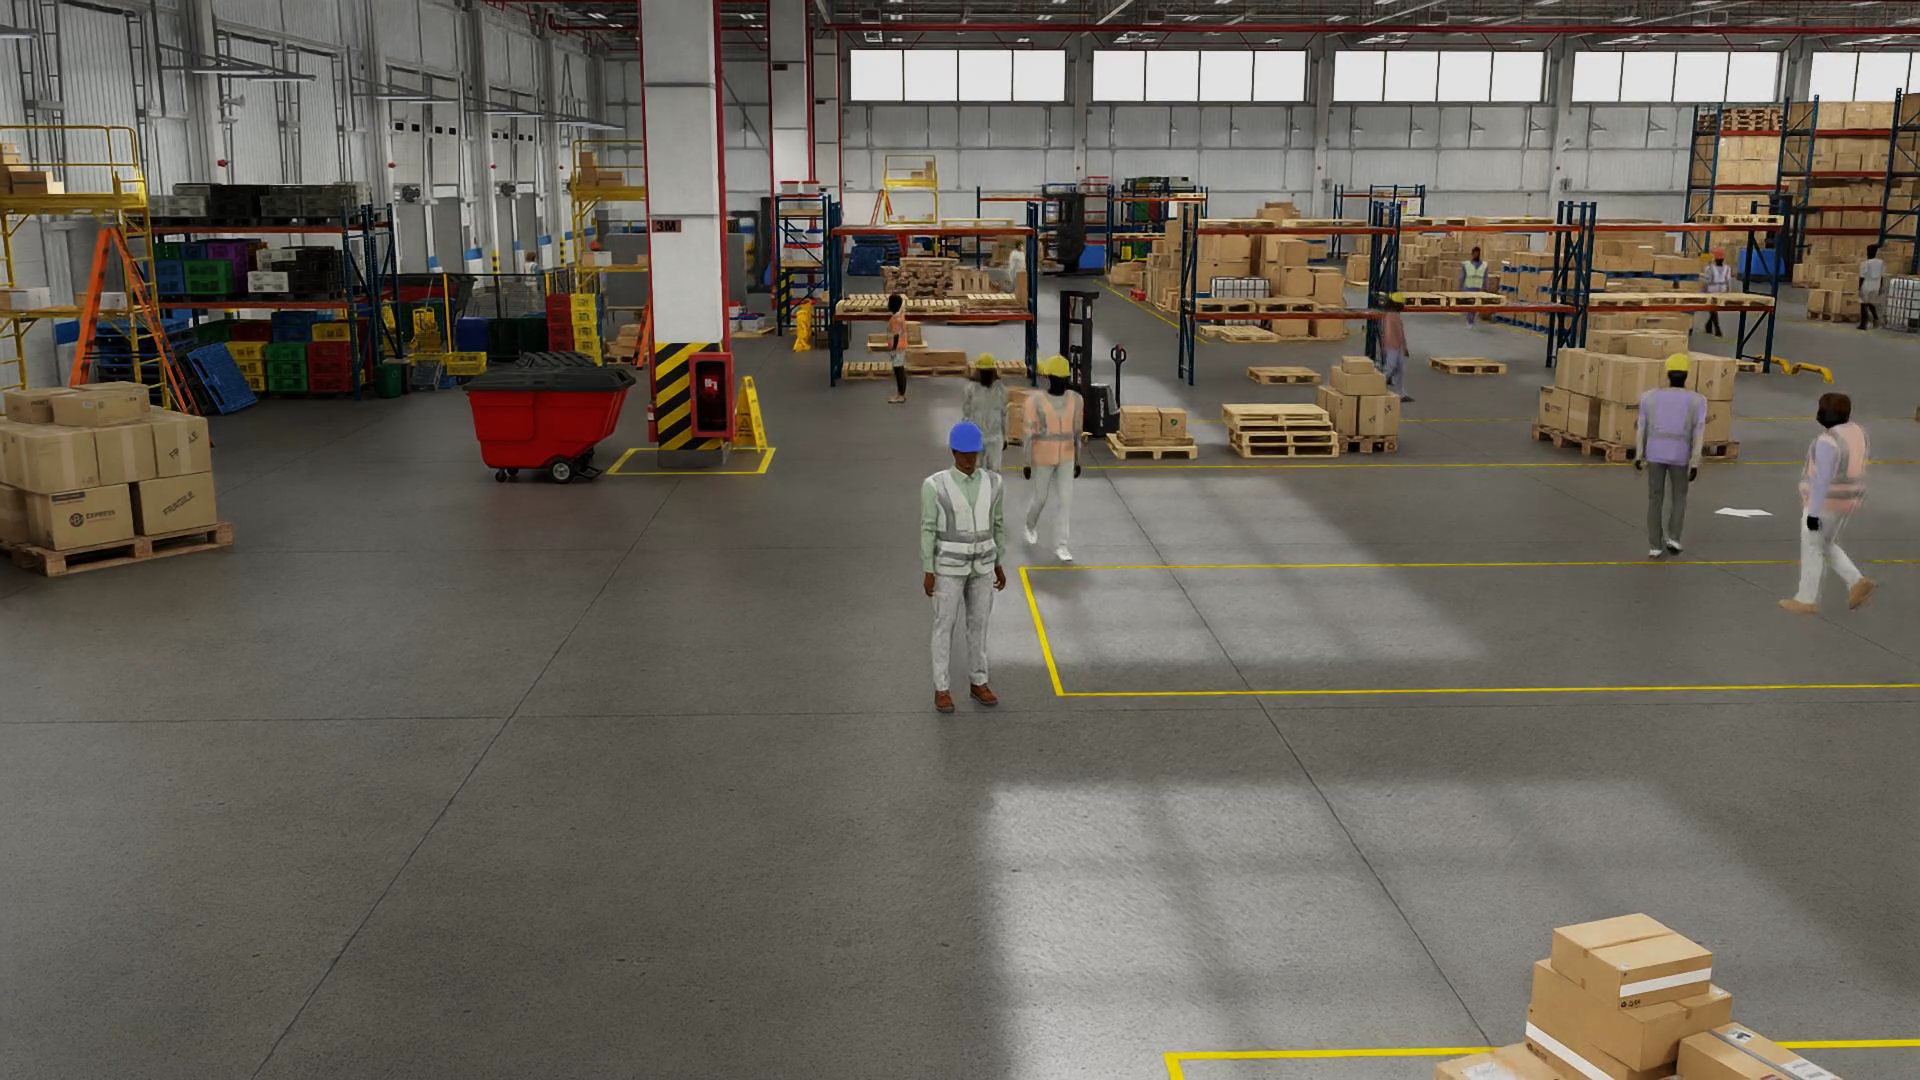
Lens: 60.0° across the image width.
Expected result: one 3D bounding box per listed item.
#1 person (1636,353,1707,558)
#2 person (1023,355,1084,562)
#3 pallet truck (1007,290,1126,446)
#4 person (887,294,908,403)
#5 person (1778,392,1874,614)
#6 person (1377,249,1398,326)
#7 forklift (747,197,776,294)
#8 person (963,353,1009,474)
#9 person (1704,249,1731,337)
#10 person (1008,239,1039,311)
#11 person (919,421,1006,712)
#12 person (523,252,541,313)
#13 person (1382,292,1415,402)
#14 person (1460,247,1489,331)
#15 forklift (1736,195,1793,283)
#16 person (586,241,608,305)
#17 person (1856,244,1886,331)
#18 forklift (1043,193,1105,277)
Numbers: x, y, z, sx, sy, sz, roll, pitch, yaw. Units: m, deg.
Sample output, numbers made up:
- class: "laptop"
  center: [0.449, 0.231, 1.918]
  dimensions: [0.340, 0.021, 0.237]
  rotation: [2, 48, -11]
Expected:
- class: "person"
  center: [6.627, -0.794, 15.545]
  dimensions: [0.592, 1.903, 0.663]
  rotation: [6, 14, 27]
- class: "person"
  center: [0.850, -0.796, 15.543]
  dimensions: [0.599, 1.907, 0.798]
  rotation: [-4, 13, -16]
- class: "pallet truck"
  center: [1.257, -2.299, 22.111]
  dimensions: [1.885, 1.965, 0.823]
  rotation: [-9, 15, -35]
- class: "person"
  center: [-0.979, -2.971, 25.828]
  dimensions: [0.317, 1.696, 0.540]
  rotation: [2, 13, 7]
- class: "person"
  center: [7.012, -0.276, 13.359]
  dimensions: [0.644, 1.828, 0.573]
  rotation: [-10, 16, -37]
- class: "person"
  center: [9.915, -5.890, 38.672]
  dimensions: [0.514, 1.842, 0.328]
  rotation: [3, 13, 15]
- class: "forklift"
  center: [-5.580, -8.610, 48.596]
  dimensions: [1.873, 2.768, 1.129]
  rotation: [0, 12, -2]
- class: "person"
  center: [0.261, -1.094, 17.272]
  dimensions: [0.483, 1.731, 0.563]
  rotation: [-1, 13, -5]
- class: "person"
  center: [16.635, -5.450, 36.609]
  dimensions: [0.569, 1.894, 0.975]
  rotation: [0, 12, 1]
- class: "person"
  center: [1.514, -6.587, 41.746]
  dimensions: [1.043, 1.881, 0.629]
  rotation: [5, 14, 23]
- class: "person"
  center: [0.027, 0.171, 11.072]
  dimensions: [0.614, 1.946, 0.389]
  rotation: [-6, 14, -24]
- class: "person"
  center: [-10.447, -6.208, 40.603]
  dimensions: [0.517, 1.632, 0.311]
  rotation: [9, 15, 36]
- class: "person"
  center: [6.684, -2.979, 25.774]
  dimensions: [0.824, 1.728, 0.525]
  rotation: [0, 12, -1]
- class: "person"
  center: [11.737, -5.742, 37.957]
  dimensions: [0.607, 1.873, 0.989]
  rotation: [0, 12, -1]
- class: "forklift"
  center: [26.195, -9.671, 53.388]
  dimensions: [1.873, 2.768, 1.129]
  rotation: [0, 12, -2]
- class: "person"
  center: [-8.772, -6.216, 39.975]
  dimensions: [0.579, 1.912, 0.750]
  rotation: [1, 12, 2]
- class: "person"
  center: [20.517, -5.681, 37.477]
  dimensions: [0.641, 1.951, 0.466]
  rotation: [-2, 13, -9]
- class: "forklift"
  center: [3.945, -10.411, 56.727]
  dimensions: [1.873, 2.768, 1.129]
  rotation: [-5, 14, -22]
